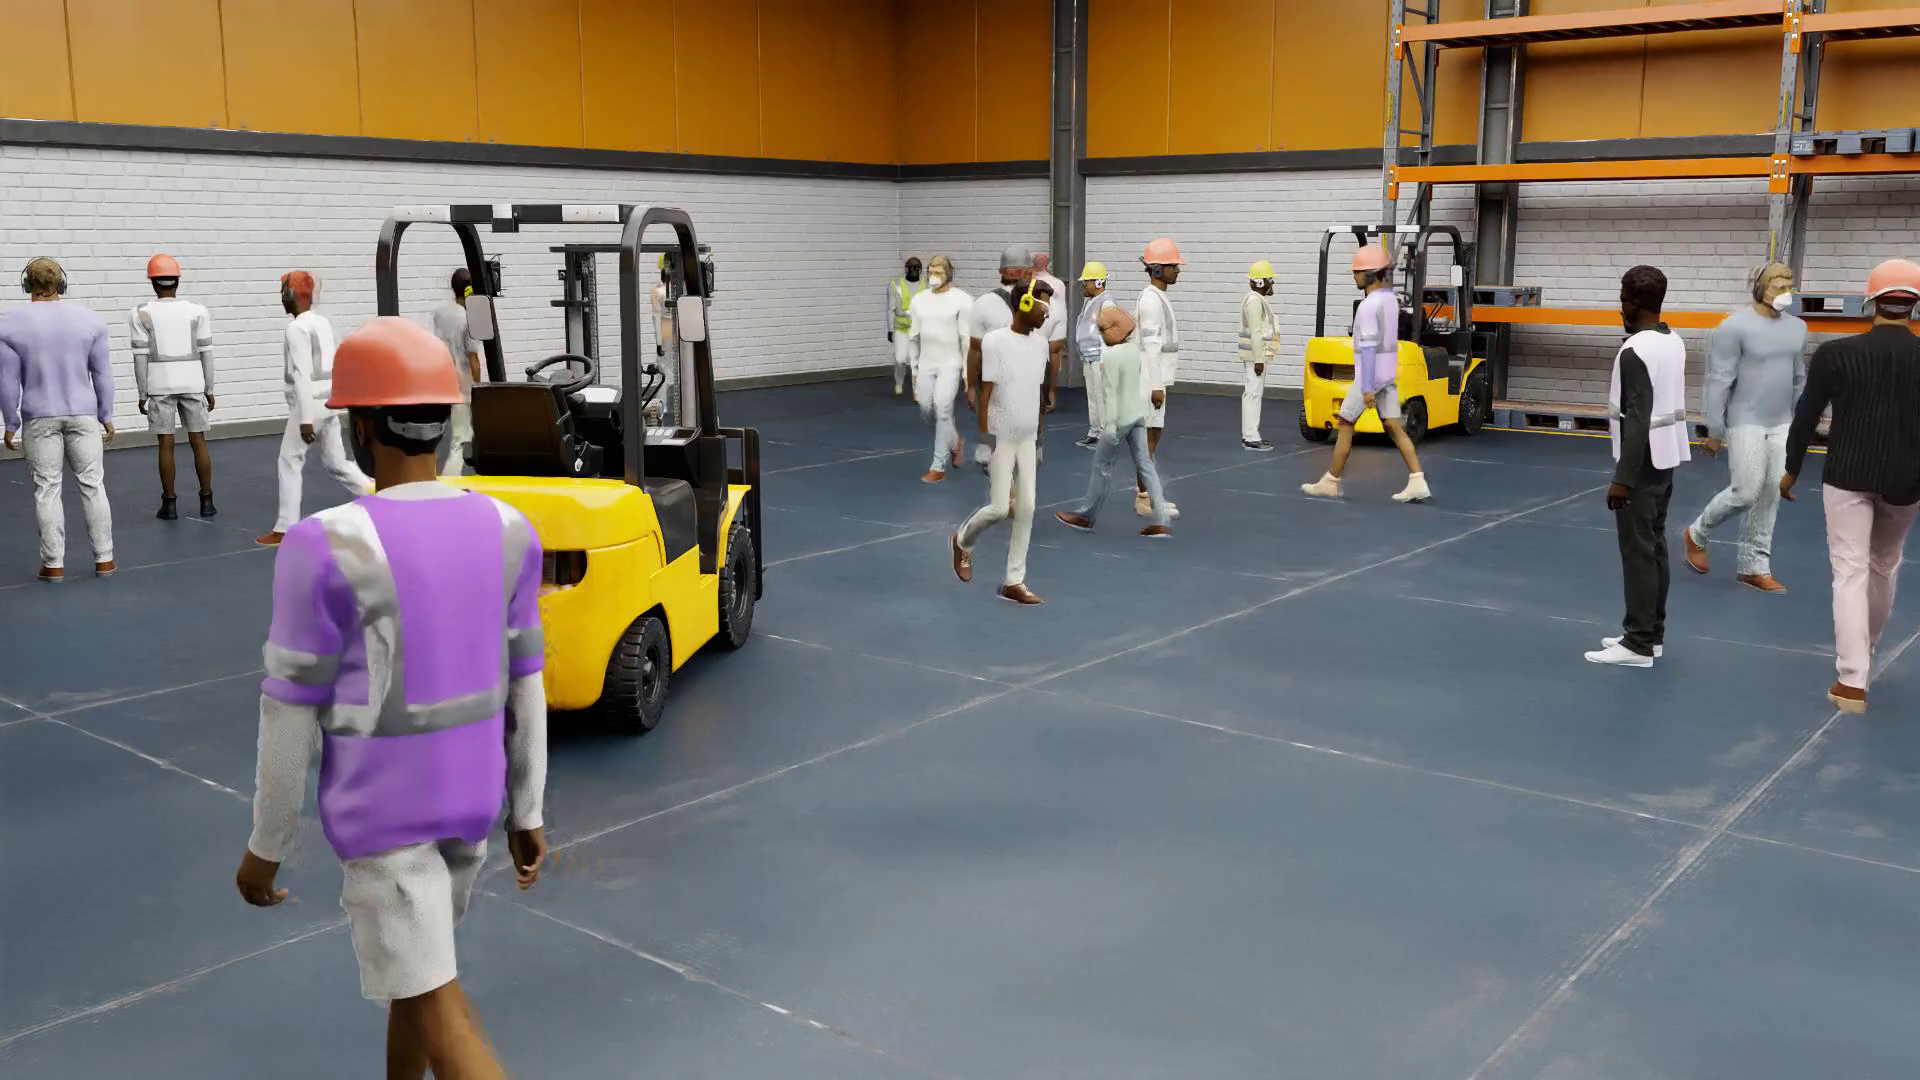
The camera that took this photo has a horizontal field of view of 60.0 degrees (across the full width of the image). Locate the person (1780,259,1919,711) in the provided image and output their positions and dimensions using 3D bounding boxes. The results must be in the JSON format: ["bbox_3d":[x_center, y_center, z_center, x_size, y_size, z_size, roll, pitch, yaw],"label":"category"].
[{"bbox_3d":[4.066,-0.272,7.476,0.626,1.940,1.022,2,10,13],"label":"person"}]

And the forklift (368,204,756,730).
[{"bbox_3d":[-1.766,-0.406,7.525,1.214,2.155,2.313,1,10,7],"label":"forklift"}]

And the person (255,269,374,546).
[{"bbox_3d":[-4.232,-0.871,11.087,0.916,1.856,0.588,0,10,0],"label":"person"}]

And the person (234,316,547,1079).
[{"bbox_3d":[-1.044,0.517,3.263,0.976,1.900,0.558,7,12,33],"label":"person"}]

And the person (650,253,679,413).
[{"bbox_3d":[-3.308,-2.379,19.313,0.594,1.896,0.934,-9,13,-39],"label":"person"}]

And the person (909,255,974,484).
[{"bbox_3d":[-0.129,-1.459,14.139,0.633,1.918,0.778,6,12,29],"label":"person"}]

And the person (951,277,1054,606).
[{"bbox_3d":[0.250,-0.568,9.429,0.548,1.831,0.643,-8,13,-38],"label":"person"}]

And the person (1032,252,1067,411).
[{"bbox_3d":[0.937,-2.417,19.491,0.658,1.892,0.590,6,12,29],"label":"person"}]

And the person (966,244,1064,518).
[{"bbox_3d":[0.414,-1.140,12.015,0.714,2.000,0.817,-3,11,-14],"label":"person"}]

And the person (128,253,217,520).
[{"bbox_3d":[-5.737,-1.113,12.153,0.544,1.938,0.355,-7,12,-32],"label":"person"}]

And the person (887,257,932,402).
[{"bbox_3d":[-0.622,-2.672,21.095,0.633,1.827,0.583,-1,10,-7],"label":"person"}]

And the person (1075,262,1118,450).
[{"bbox_3d":[1.328,-1.798,16.267,0.403,1.826,0.591,-3,11,-16],"label":"person"}]

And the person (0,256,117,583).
[{"bbox_3d":[-5.382,-0.713,9.933,0.627,1.941,0.372,-7,12,-33],"label":"person"}]

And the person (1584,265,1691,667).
[{"bbox_3d":[3.272,-0.346,7.964,0.391,1.916,0.590,8,13,37],"label":"person"}]

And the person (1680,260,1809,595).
[{"bbox_3d":[4.595,-0.656,9.669,0.639,1.923,0.561,-4,11,-21],"label":"person"}]

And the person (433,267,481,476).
[{"bbox_3d":[-3.689,-1.066,12.168,0.541,1.836,0.462,9,13,40],"label":"person"}]

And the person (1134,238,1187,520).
[{"bbox_3d":[1.459,-1.180,12.225,0.378,2.045,0.605,1,10,6],"label":"person"}]

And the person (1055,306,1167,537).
[{"bbox_3d":[1.071,-0.807,11.417,0.844,1.580,0.564,7,13,35],"label":"person"}]

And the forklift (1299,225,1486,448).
[{"bbox_3d":[4.449,-2.115,16.993,1.214,2.155,2.313,8,13,38],"label":"forklift"}]

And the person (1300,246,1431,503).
[{"bbox_3d":[3.223,-1.275,12.914,1.039,2.001,0.629,8,13,38],"label":"person"}]

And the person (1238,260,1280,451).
[{"bbox_3d":[2.908,-1.791,16.189,0.403,1.837,0.588,1,10,6],"label":"person"}]
